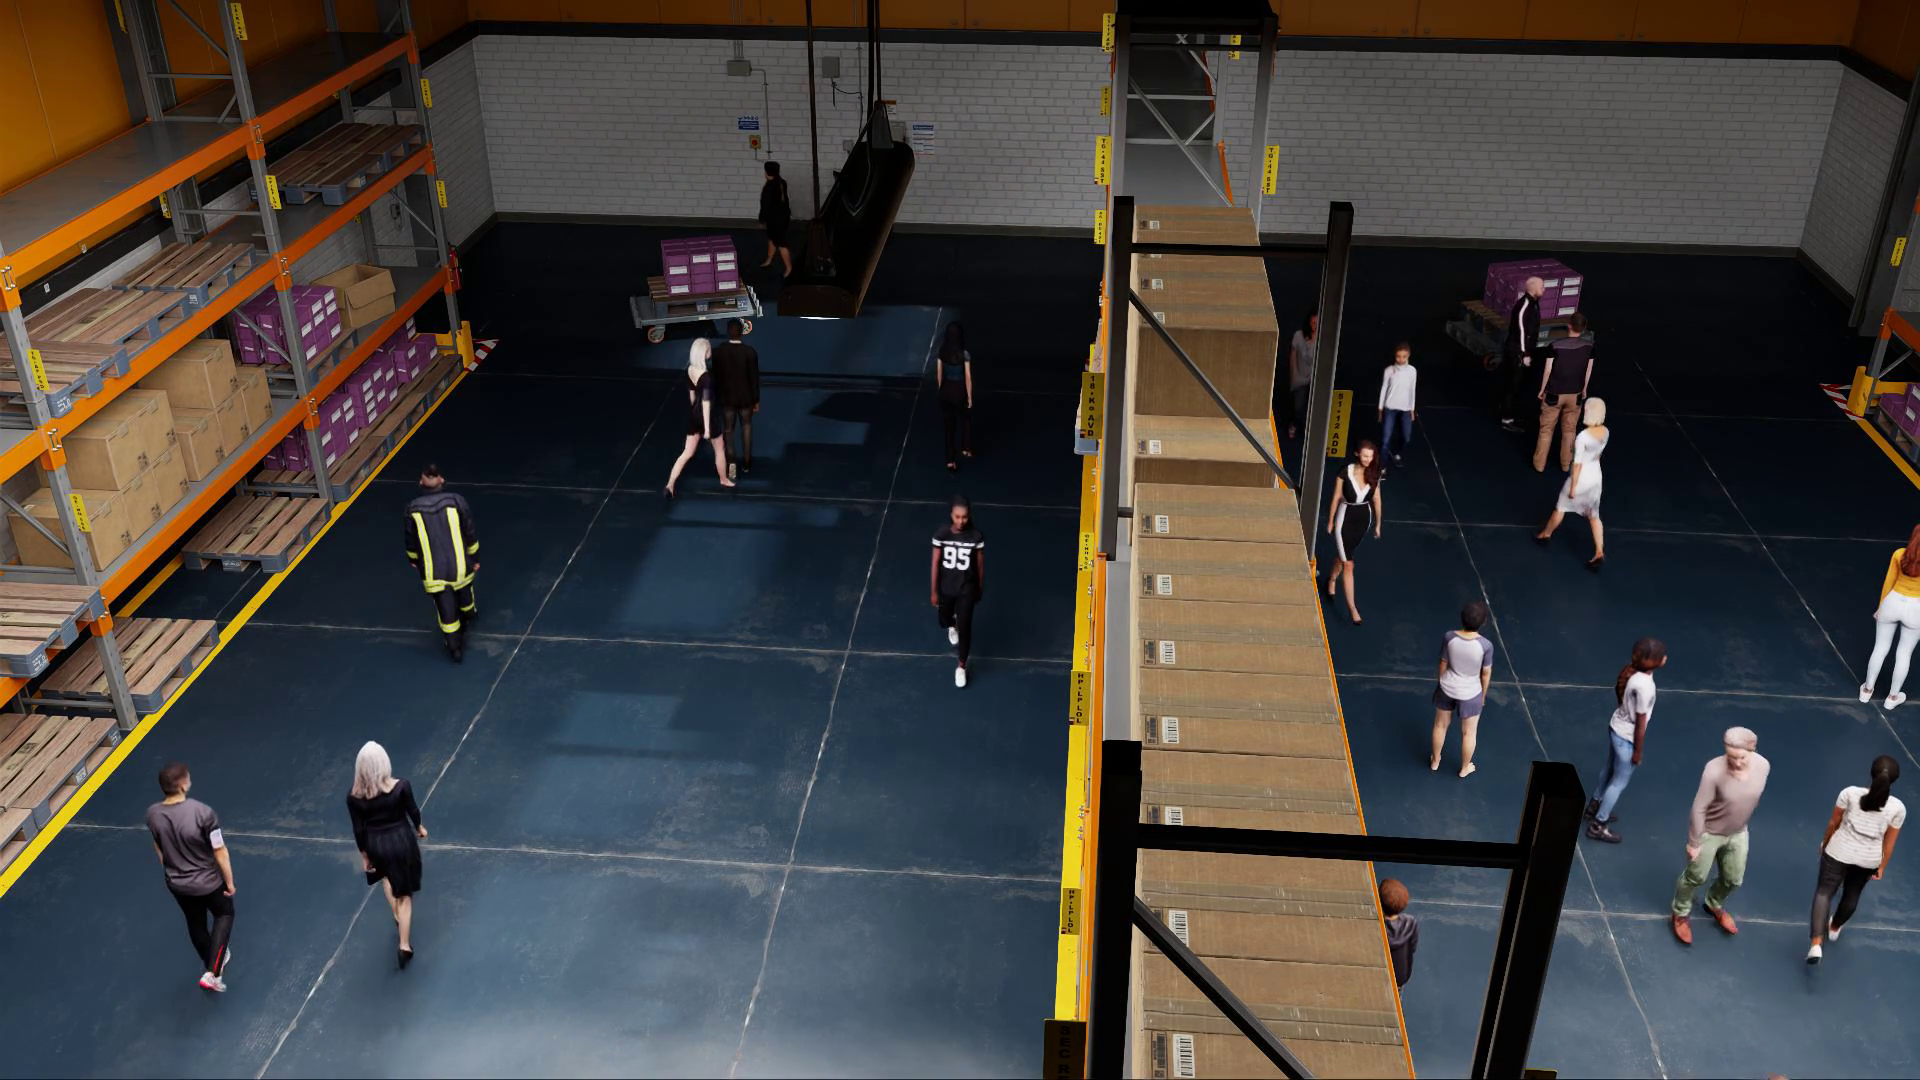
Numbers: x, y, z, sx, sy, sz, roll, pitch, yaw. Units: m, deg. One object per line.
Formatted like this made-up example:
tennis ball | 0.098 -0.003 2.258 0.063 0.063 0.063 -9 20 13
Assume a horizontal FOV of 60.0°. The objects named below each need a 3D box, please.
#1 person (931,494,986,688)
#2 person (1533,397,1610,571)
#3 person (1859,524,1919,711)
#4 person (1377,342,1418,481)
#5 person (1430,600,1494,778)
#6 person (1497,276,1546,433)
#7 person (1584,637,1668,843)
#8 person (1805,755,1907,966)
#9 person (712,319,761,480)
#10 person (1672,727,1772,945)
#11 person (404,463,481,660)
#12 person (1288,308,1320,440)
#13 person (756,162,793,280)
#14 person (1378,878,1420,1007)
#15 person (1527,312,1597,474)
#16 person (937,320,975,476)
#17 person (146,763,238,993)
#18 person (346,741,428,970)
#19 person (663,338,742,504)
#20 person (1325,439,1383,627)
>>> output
person | -0.025 0.383 14.443 0.600 1.712 0.959 2 29 4
person | 6.107 -0.512 16.094 0.968 1.703 1.169 -13 31 -23
person | 7.919 0.620 13.969 0.680 1.750 0.721 22 36 35
person | 4.714 -1.434 17.951 0.549 1.542 0.759 3 29 5
person | 3.966 1.166 13.161 0.645 1.565 0.657 16 32 27
person | 6.307 -2.142 18.951 0.869 1.828 0.750 17 33 28
person | 4.984 1.469 12.445 0.657 1.718 0.494 6 29 11
person | 6.033 2.181 11.234 0.795 1.628 1.057 13 31 23
person | -2.400 -1.473 17.770 0.716 1.785 0.986 0 29 0
person | 5.188 1.974 11.402 0.819 1.832 0.741 -10 30 -18
person | -4.533 0.209 14.644 1.054 1.826 1.231 -9 30 -16
person | 3.938 -1.889 18.729 0.640 1.596 0.664 1 29 1
person | -2.505 -4.462 23.390 0.943 1.650 0.950 10 30 18
person | 2.645 2.724 10.429 0.568 1.446 0.557 -3 29 -5
person | 6.505 -1.594 17.934 0.684 1.840 0.586 1 29 2
person | -0.087 -1.501 17.886 0.699 1.722 0.844 10 30 17
person | -5.050 2.285 10.920 0.708 1.747 0.856 -1 29 -1
person | -3.818 2.151 11.183 0.720 1.730 0.821 -6 29 -10
person | -2.755 -1.193 17.245 1.216 1.796 1.132 -24 37 -37
person | 3.579 -0.150 15.370 0.825 1.760 1.184 -5 29 -10
